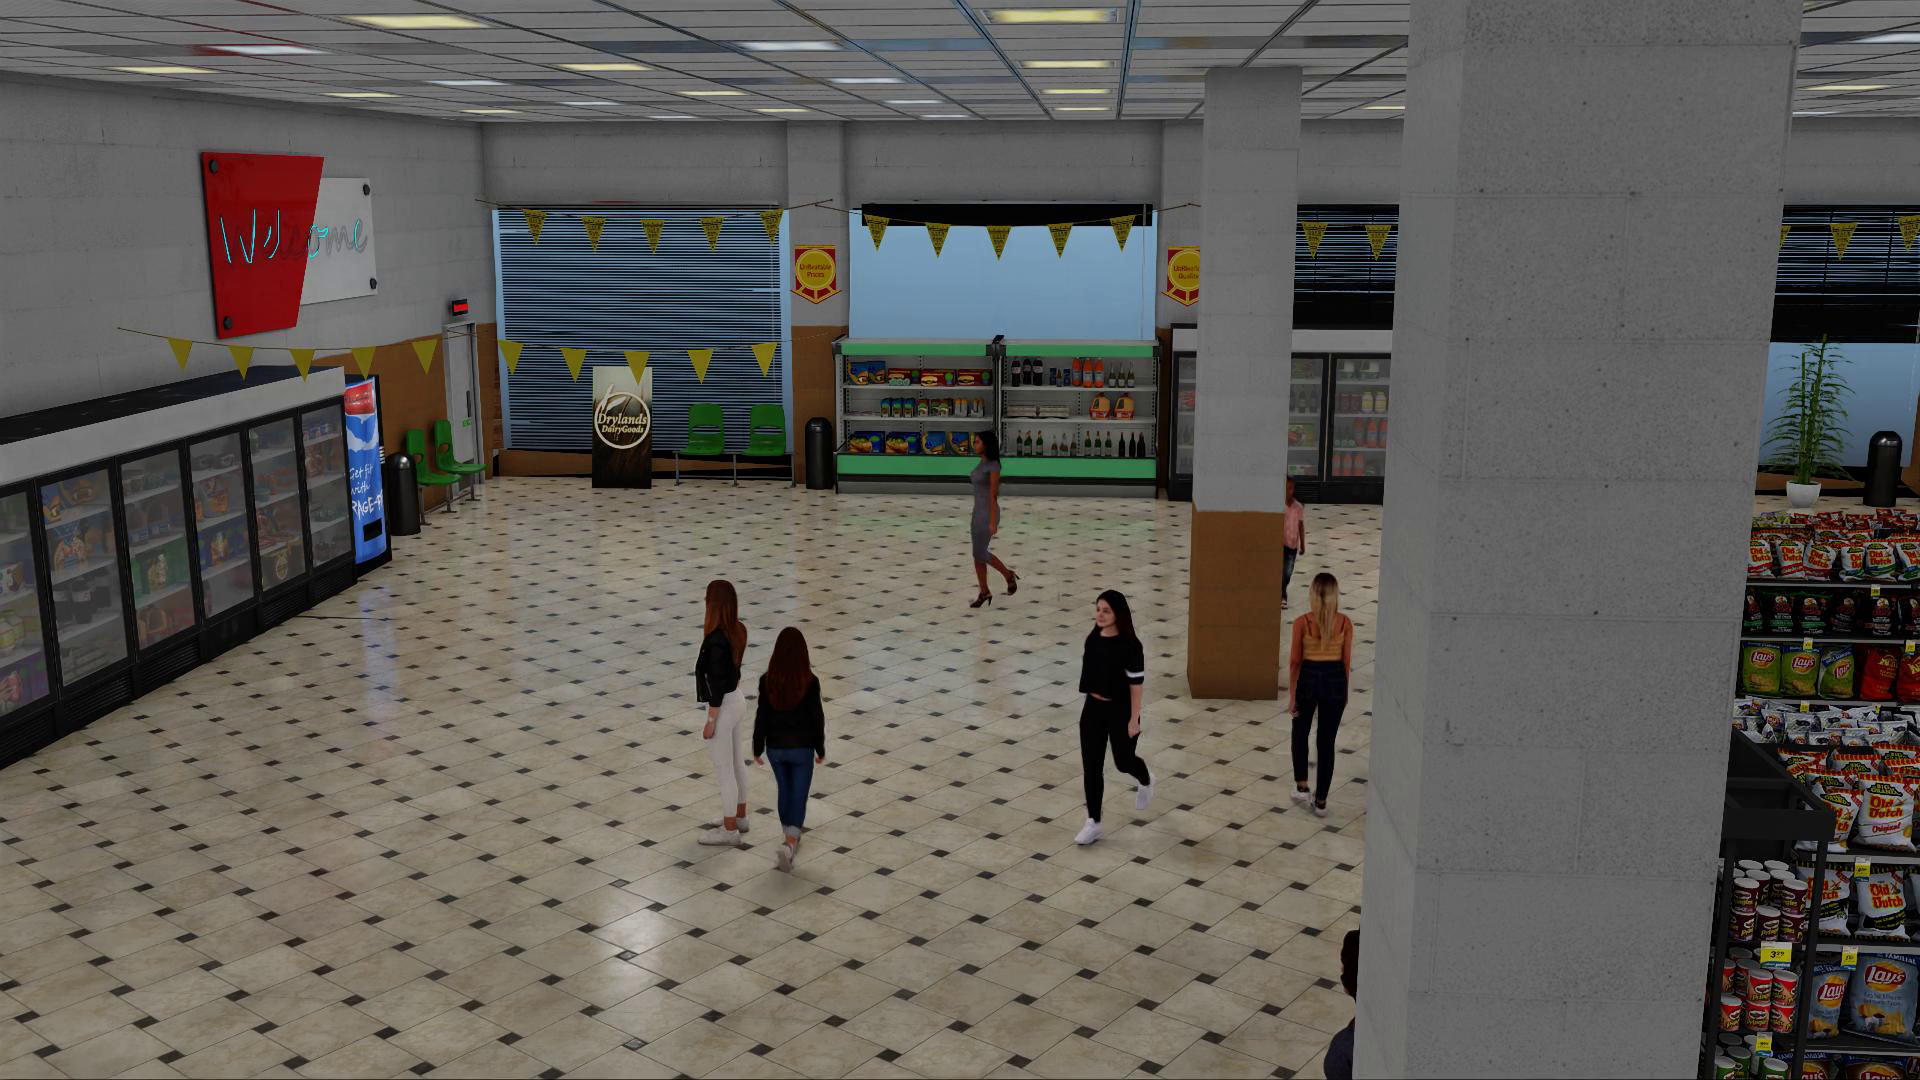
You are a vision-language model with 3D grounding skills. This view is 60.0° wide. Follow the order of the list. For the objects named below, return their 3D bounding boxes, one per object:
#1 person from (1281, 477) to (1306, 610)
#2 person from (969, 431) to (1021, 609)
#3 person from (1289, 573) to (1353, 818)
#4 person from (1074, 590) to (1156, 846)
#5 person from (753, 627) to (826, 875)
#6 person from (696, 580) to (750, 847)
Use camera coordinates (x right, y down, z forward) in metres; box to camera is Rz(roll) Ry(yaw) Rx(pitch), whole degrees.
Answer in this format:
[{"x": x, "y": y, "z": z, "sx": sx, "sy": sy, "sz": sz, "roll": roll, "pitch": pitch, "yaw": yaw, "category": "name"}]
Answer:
[{"x": 3.242, "y": 0.013, "z": 16.588, "sx": 0.839, "sy": 1.292, "sz": 0.610, "roll": 0, "pitch": 12, "yaw": 0, "category": "person"}, {"x": 0.338, "y": -0.185, "z": 16.383, "sx": 0.871, "sy": 1.763, "sz": 0.775, "roll": -5, "pitch": 13, "yaw": -22, "category": "person"}, {"x": 2.383, "y": 1.038, "z": 10.934, "sx": 0.521, "sy": 1.615, "sz": 0.625, "roll": 1, "pitch": 12, "yaw": 5, "category": "person"}, {"x": 1.013, "y": 1.104, "z": 10.614, "sx": 1.064, "sy": 1.617, "sz": 1.029, "roll": 10, "pitch": 15, "yaw": 38, "category": "person"}, {"x": -1.043, "y": 1.285, "z": 10.133, "sx": 0.847, "sy": 1.462, "sz": 0.689, "roll": 1, "pitch": 12, "yaw": 7, "category": "person"}, {"x": -1.488, "y": 1.077, "z": 10.531, "sx": 0.547, "sy": 1.704, "sz": 0.615, "roll": 2, "pitch": 12, "yaw": 12, "category": "person"}]
